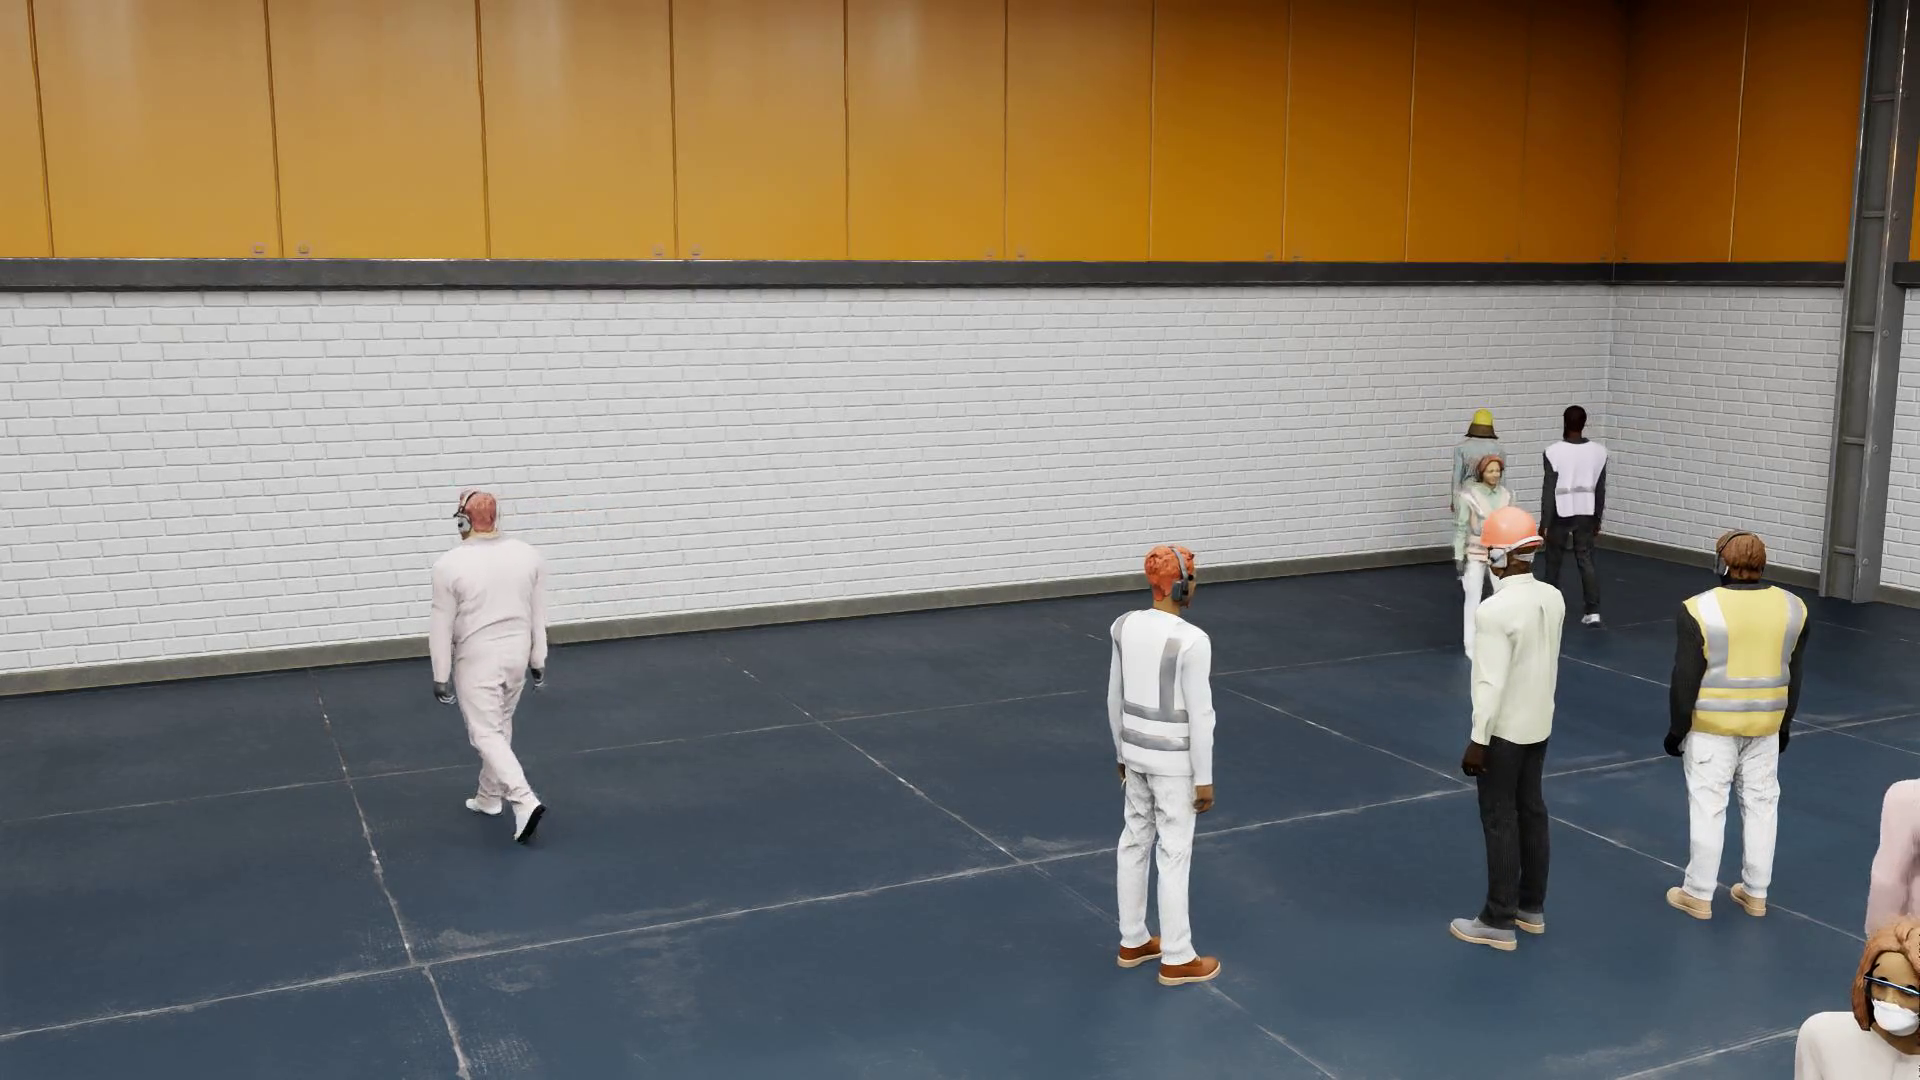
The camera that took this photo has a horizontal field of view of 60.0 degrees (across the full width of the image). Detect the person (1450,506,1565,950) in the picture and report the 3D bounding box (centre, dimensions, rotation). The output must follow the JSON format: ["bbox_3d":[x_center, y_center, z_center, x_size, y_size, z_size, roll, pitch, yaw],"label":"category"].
[{"bbox_3d":[2.466,0.839,7.512,0.622,1.989,0.399,-8,12,-41],"label":"person"}]

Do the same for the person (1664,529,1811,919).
[{"bbox_3d":[3.614,0.866,7.814,0.619,1.845,0.430,-1,9,-3],"label":"person"}]

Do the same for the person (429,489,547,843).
[{"bbox_3d":[-2.504,0.666,8.979,0.891,1.877,0.655,8,12,41],"label":"person"}]

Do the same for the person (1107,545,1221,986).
[{"bbox_3d":[0.872,0.954,7.140,0.362,1.882,0.576,-6,11,-35],"label":"person"}]

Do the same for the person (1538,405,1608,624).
[{"bbox_3d":[5.305,-0.214,14.424,0.610,1.927,0.640,-1,9,-7],"label":"person"}]

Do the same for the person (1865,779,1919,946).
[{"bbox_3d":[3.226,1.315,5.356,0.524,1.743,0.735,0,9,-3],"label":"person"}]

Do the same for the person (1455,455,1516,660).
[{"bbox_3d":[4.085,0.147,12.915,0.538,1.631,0.376,-2,9,-13],"label":"person"}]

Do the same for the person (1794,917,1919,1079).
[{"bbox_3d":[2.083,1.628,3.725,0.268,1.632,0.506,-8,12,-42],"label":"person"}]

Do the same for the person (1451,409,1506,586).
[{"bbox_3d":[4.995,-0.404,16.047,0.503,1.724,0.533,2,9,14],"label":"person"}]
